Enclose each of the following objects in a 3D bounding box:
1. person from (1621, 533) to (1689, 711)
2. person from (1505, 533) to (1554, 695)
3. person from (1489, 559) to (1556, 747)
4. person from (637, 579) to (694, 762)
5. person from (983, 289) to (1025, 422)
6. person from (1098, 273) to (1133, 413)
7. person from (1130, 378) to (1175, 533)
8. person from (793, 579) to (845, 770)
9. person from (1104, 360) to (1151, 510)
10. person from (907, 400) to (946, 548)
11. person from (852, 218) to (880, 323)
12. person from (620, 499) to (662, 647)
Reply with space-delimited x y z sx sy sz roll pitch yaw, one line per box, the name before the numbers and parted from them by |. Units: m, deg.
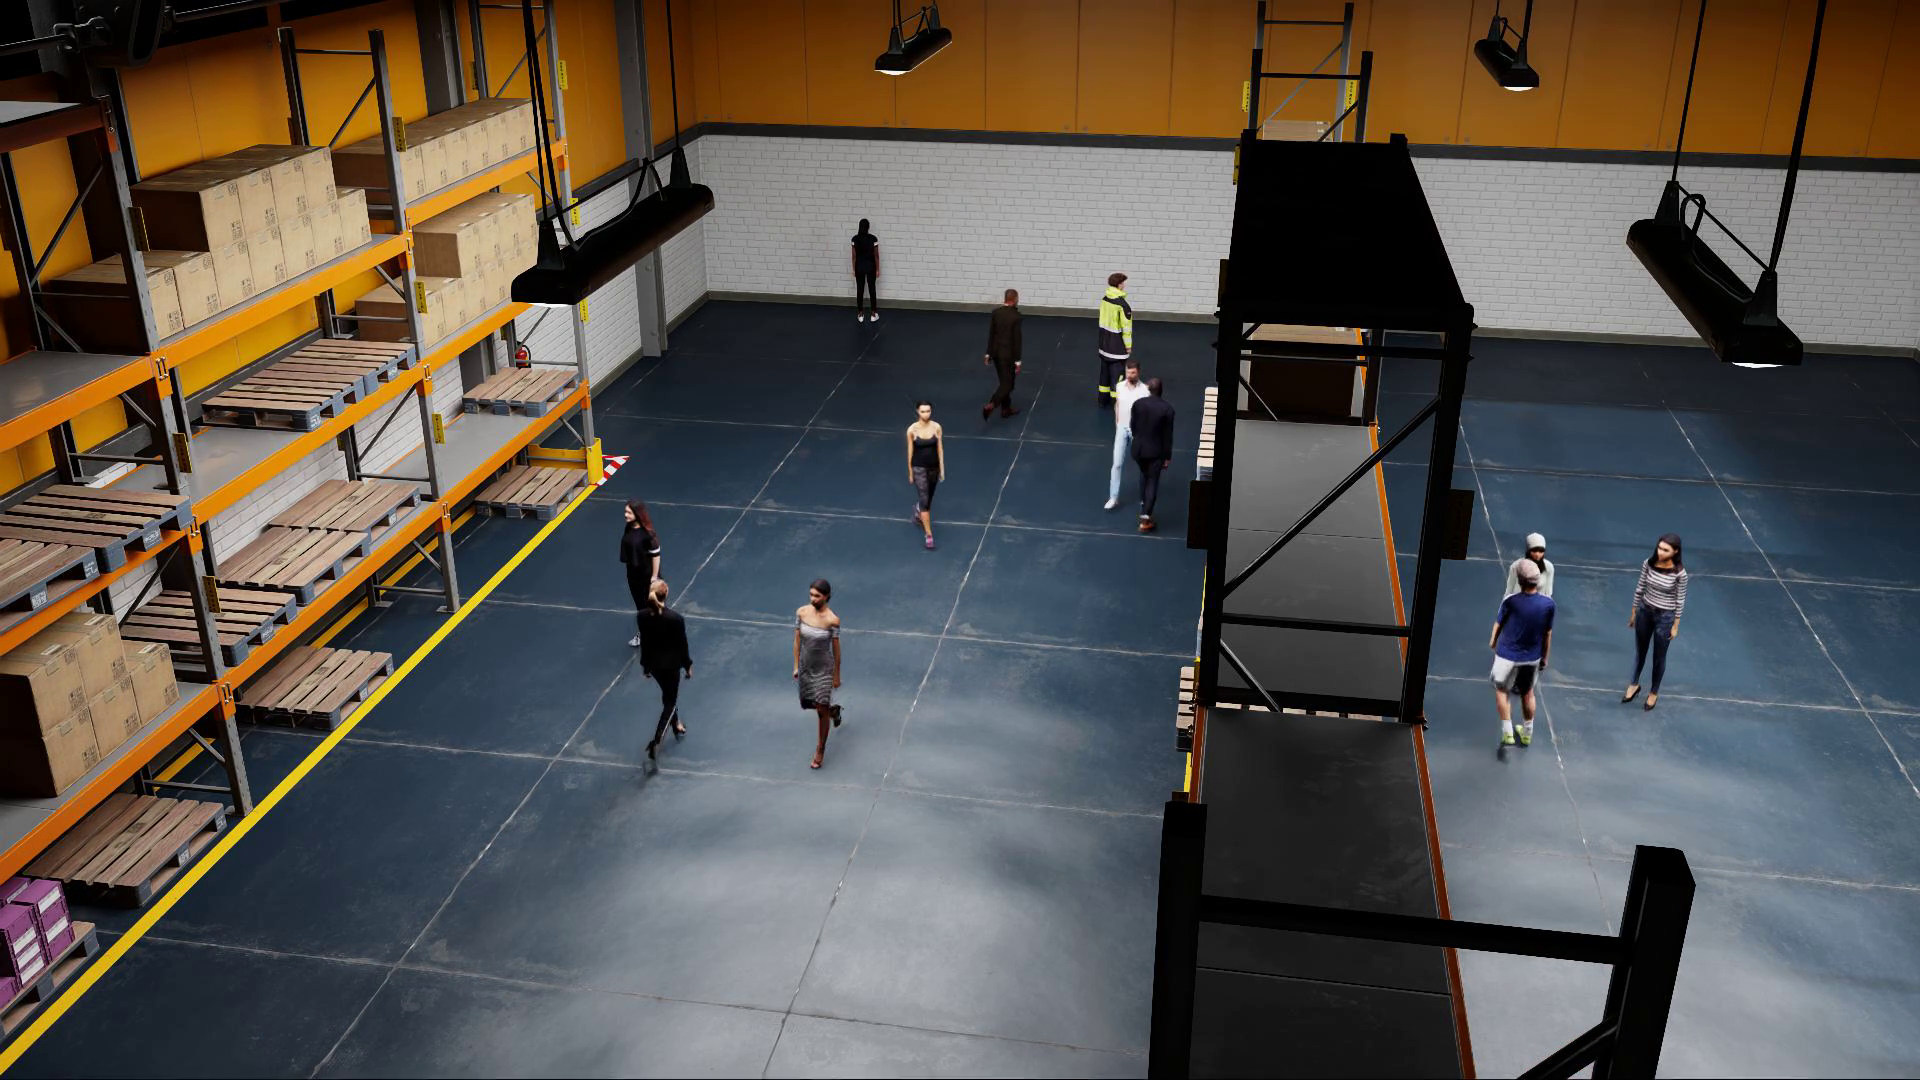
person | 6.530 0.758 15.596 0.701 1.794 0.677 -21 31 -40
person | 5.439 0.654 16.037 0.683 1.632 0.919 2 24 5
person | 5.004 1.066 14.870 0.727 1.812 0.867 2 24 4
person | -2.651 1.180 14.775 0.687 1.679 1.066 6 24 14
person | 0.565 -2.502 22.950 1.126 1.878 1.278 18 30 36
person | 2.191 -2.818 23.541 0.919 1.983 0.852 -15 28 -30
person | 2.171 -0.996 19.636 0.881 1.773 0.974 18 29 35
person | -1.213 1.136 14.715 0.743 1.808 0.907 10 26 22
person | 2.152 -1.329 20.354 0.949 1.807 1.314 13 27 27
person | -0.416 -0.824 19.341 0.891 1.694 1.163 -7 24 -15
person | -1.570 -4.509 27.728 0.642 1.729 0.621 0 24 1
person | -3.191 0.335 16.759 0.703 1.638 0.724 17 29 33
